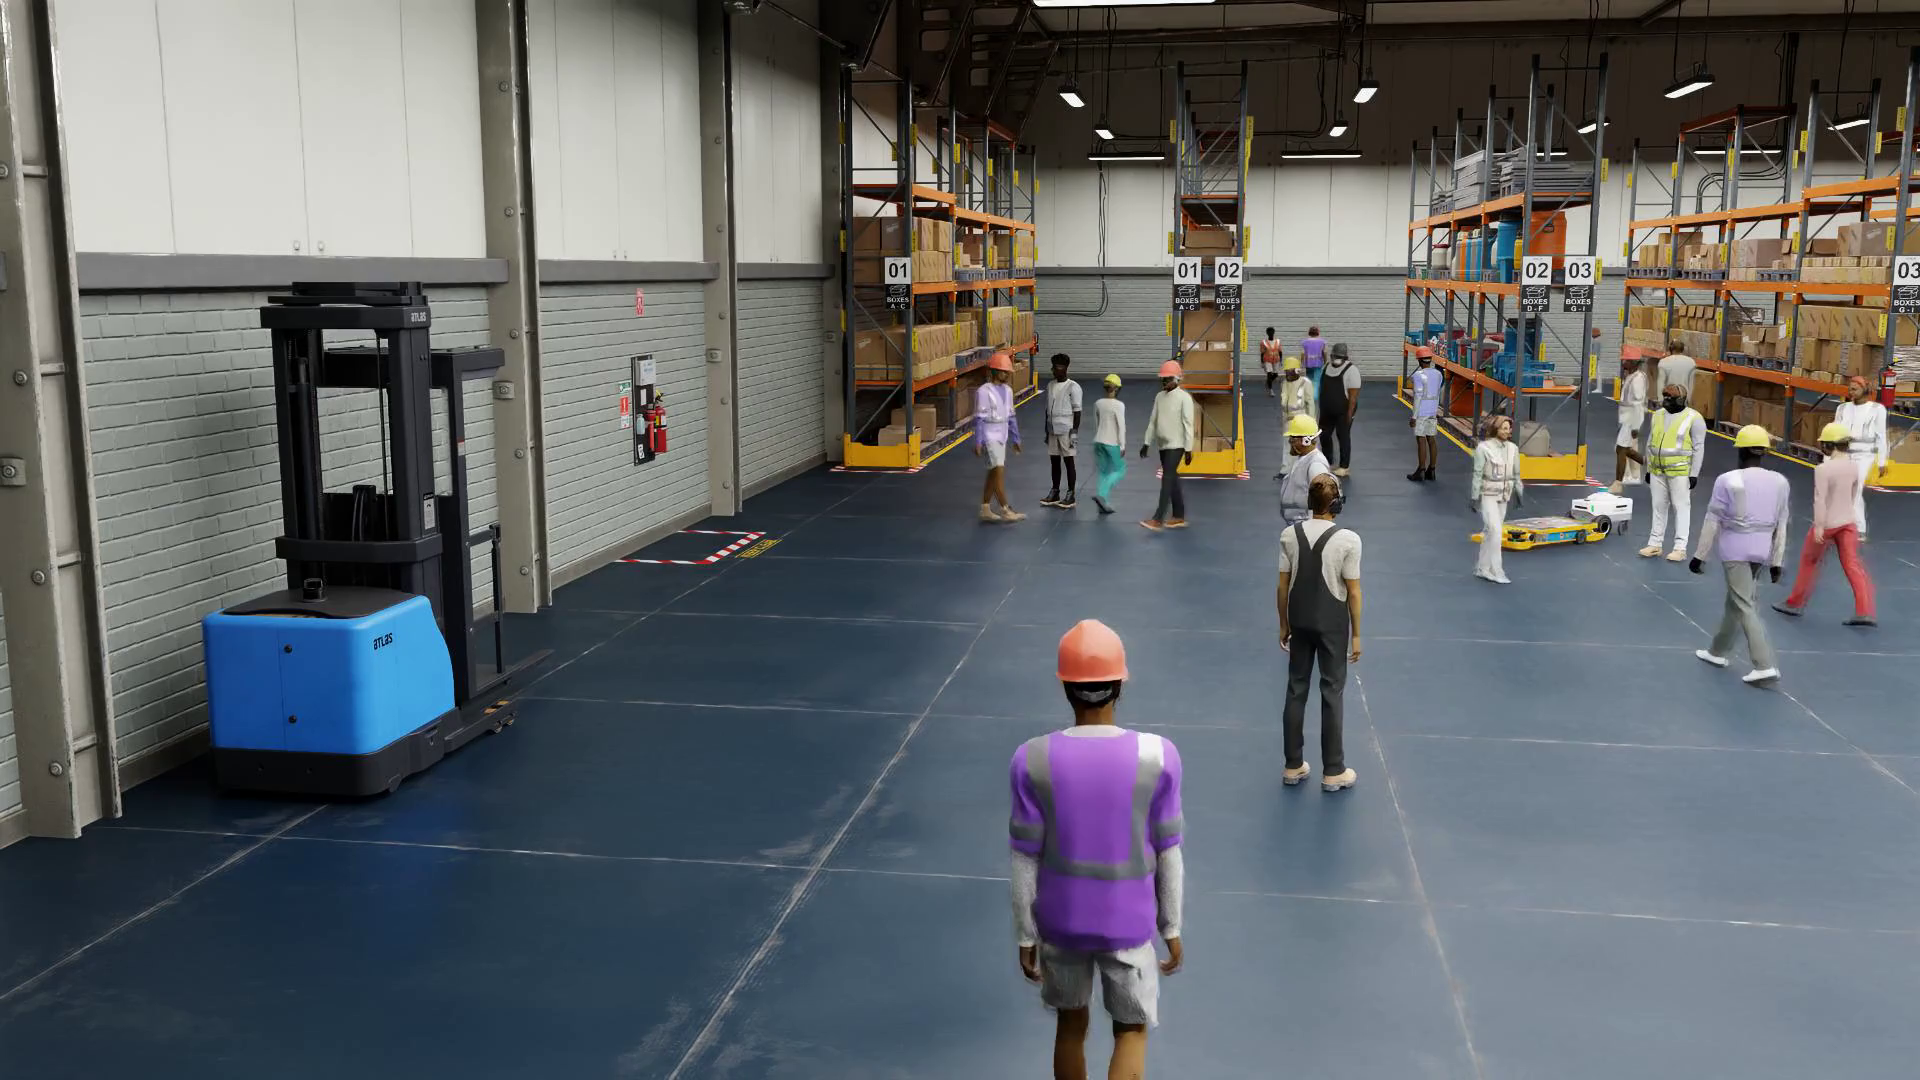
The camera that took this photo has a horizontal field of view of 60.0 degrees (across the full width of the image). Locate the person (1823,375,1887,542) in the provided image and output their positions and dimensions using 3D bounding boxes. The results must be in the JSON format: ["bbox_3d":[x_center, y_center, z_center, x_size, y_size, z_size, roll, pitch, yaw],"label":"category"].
[{"bbox_3d":[9.778,-0.876,18.332,0.866,1.853,0.614,-4,10,-23],"label":"person"}]

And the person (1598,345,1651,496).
[{"bbox_3d":[9.050,-1.601,22.291,0.764,2.028,0.619,3,10,18],"label":"person"}]

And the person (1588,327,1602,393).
[{"bbox_3d":[15.500,-4.418,40.910,0.699,1.606,0.533,4,10,25],"label":"person"}]

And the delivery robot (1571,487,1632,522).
[{"bbox_3d":[7.355,-0.368,19.045,0.707,0.478,0.477,-5,10,-28],"label":"delivery robot"}]

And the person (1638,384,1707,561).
[{"bbox_3d":[7.428,-0.711,17.373,0.429,1.840,0.627,-5,11,-30],"label":"person"}]

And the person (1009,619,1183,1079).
[{"bbox_3d":[0.424,1.214,5.267,0.561,1.919,0.723,2,9,9],"label":"person"}]

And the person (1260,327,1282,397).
[{"bbox_3d":[7.447,-4.295,39.972,0.547,1.672,0.597,-2,9,-12],"label":"person"}]

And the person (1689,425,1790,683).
[{"bbox_3d":[5.818,0.090,12.321,0.604,1.885,0.975,-3,10,-16],"label":"person"}]

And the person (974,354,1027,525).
[{"bbox_3d":[0.545,-1.184,19.728,0.827,2.015,0.638,7,11,35],"label":"person"}]

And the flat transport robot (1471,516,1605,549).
[{"bbox_3d":[6.437,-0.090,18.497,1.431,0.197,0.652,-5,11,-30],"label":"flat transport robot"}]

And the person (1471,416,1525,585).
[{"bbox_3d":[5.219,-0.377,15.968,0.538,1.613,0.681,-5,10,-28],"label":"person"}]

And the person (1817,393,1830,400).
[{"bbox_3d":[20.326,-4.197,38.818,0.432,1.856,0.613,-2,9,-13],"label":"person"}]

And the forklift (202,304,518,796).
[{"bbox_3d":[-3.673,-0.038,10.147,1.129,2.768,1.873,1,9,9],"label":"forklift"}]

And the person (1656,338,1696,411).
[{"bbox_3d":[11.543,-2.300,26.905,0.636,1.924,0.422,0,9,0],"label":"person"}]

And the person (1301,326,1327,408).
[{"bbox_3d":[7.759,-3.801,36.533,0.567,1.814,0.925,3,10,17],"label":"person"}]

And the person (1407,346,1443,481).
[{"bbox_3d":[6.681,-1.828,23.973,0.543,1.932,0.376,-6,11,-35],"label":"person"}]

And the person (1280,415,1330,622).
[{"bbox_3d":[2.870,-0.133,13.870,0.404,1.825,0.598,-1,9,-4],"label":"person"}]

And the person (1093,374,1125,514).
[{"bbox_3d":[1.841,-1.184,20.600,0.446,1.736,0.561,-7,12,-38],"label":"person"}]

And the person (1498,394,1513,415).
[{"bbox_3d":[11.589,-3.608,34.929,0.602,1.939,0.401,7,12,38],"label":"person"}]

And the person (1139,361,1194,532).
[{"bbox_3d":[2.385,-1.095,19.390,0.693,1.981,0.624,-5,10,-28],"label":"person"}]

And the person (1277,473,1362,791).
[{"bbox_3d":[2.098,0.527,9.714,0.508,1.844,0.336,7,11,36],"label":"person"}]

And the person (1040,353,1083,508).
[{"bbox_3d":[1.293,-1.404,21.263,0.367,1.962,0.607,-8,12,-41],"label":"person"}]

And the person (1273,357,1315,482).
[{"bbox_3d":[4.909,-1.755,24.027,0.960,1.778,0.646,-8,12,-41],"label":"person"}]

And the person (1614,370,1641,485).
[{"bbox_3d":[9.406,-1.583,23.432,0.499,1.618,0.499,3,10,17],"label":"person"}]

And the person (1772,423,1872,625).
[{"bbox_3d":[7.477,-0.144,14.242,0.540,1.719,0.901,-4,10,-22],"label":"person"}]

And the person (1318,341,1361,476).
[{"bbox_3d":[5.553,-1.926,24.373,0.616,2.000,0.709,-8,12,-41],"label":"person"}]
